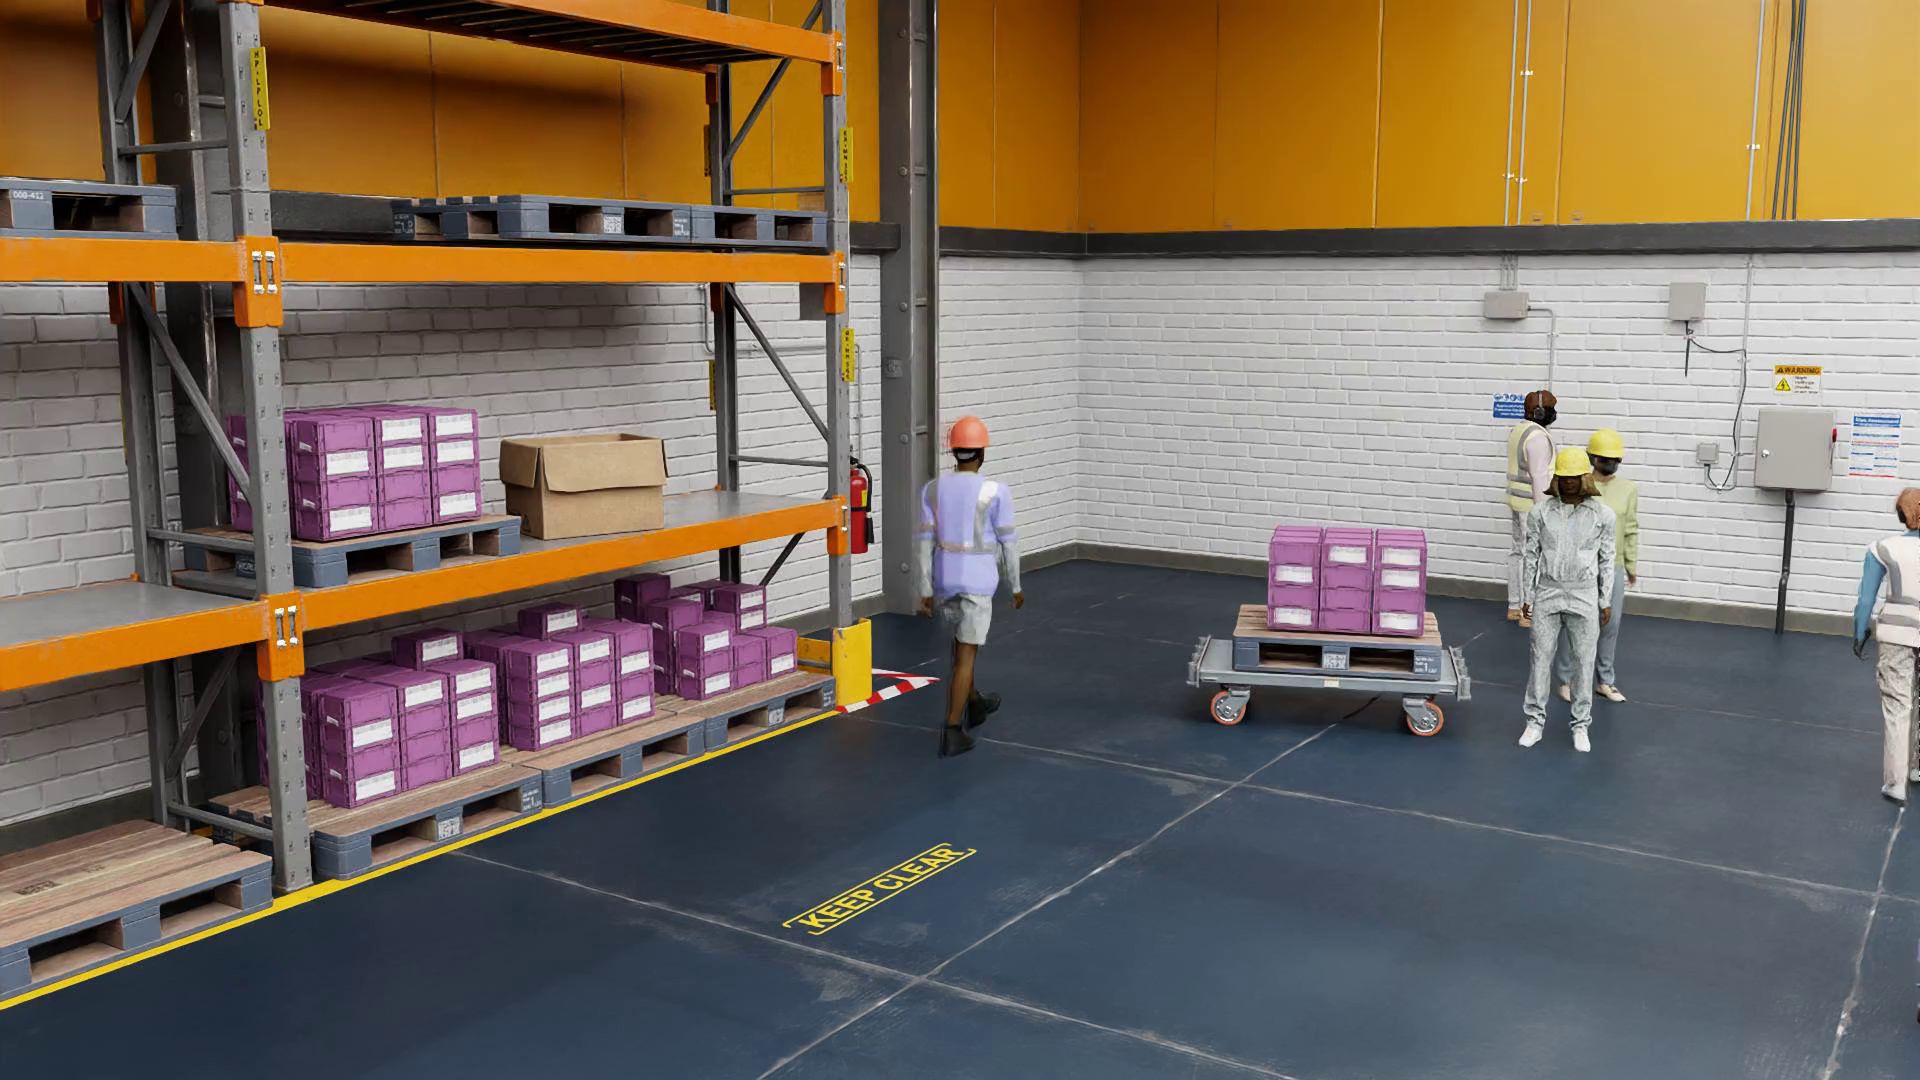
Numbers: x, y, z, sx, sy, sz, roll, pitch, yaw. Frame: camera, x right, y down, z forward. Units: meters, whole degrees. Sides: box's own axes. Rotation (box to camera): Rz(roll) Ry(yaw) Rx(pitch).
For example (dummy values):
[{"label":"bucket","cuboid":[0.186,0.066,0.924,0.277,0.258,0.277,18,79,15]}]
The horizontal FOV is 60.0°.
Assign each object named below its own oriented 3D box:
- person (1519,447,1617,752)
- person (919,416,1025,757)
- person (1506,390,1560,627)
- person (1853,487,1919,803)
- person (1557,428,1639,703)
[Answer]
[{"label":"person","cuboid":[3.457,0.339,9.479,0.494,1.743,0.308,4,9,22]},{"label":"person","cuboid":[0.092,0.237,9.633,0.555,1.895,0.976,5,10,29]},{"label":"person","cuboid":[4.481,-0.247,12.968,0.429,1.844,0.623,0,9,3]},{"label":"person","cuboid":[4.952,0.521,8.683,0.534,1.610,0.692,3,9,21]},{"label":"person","cuboid":[4.048,0.169,10.548,0.535,1.760,0.345,-1,9,-7]}]
